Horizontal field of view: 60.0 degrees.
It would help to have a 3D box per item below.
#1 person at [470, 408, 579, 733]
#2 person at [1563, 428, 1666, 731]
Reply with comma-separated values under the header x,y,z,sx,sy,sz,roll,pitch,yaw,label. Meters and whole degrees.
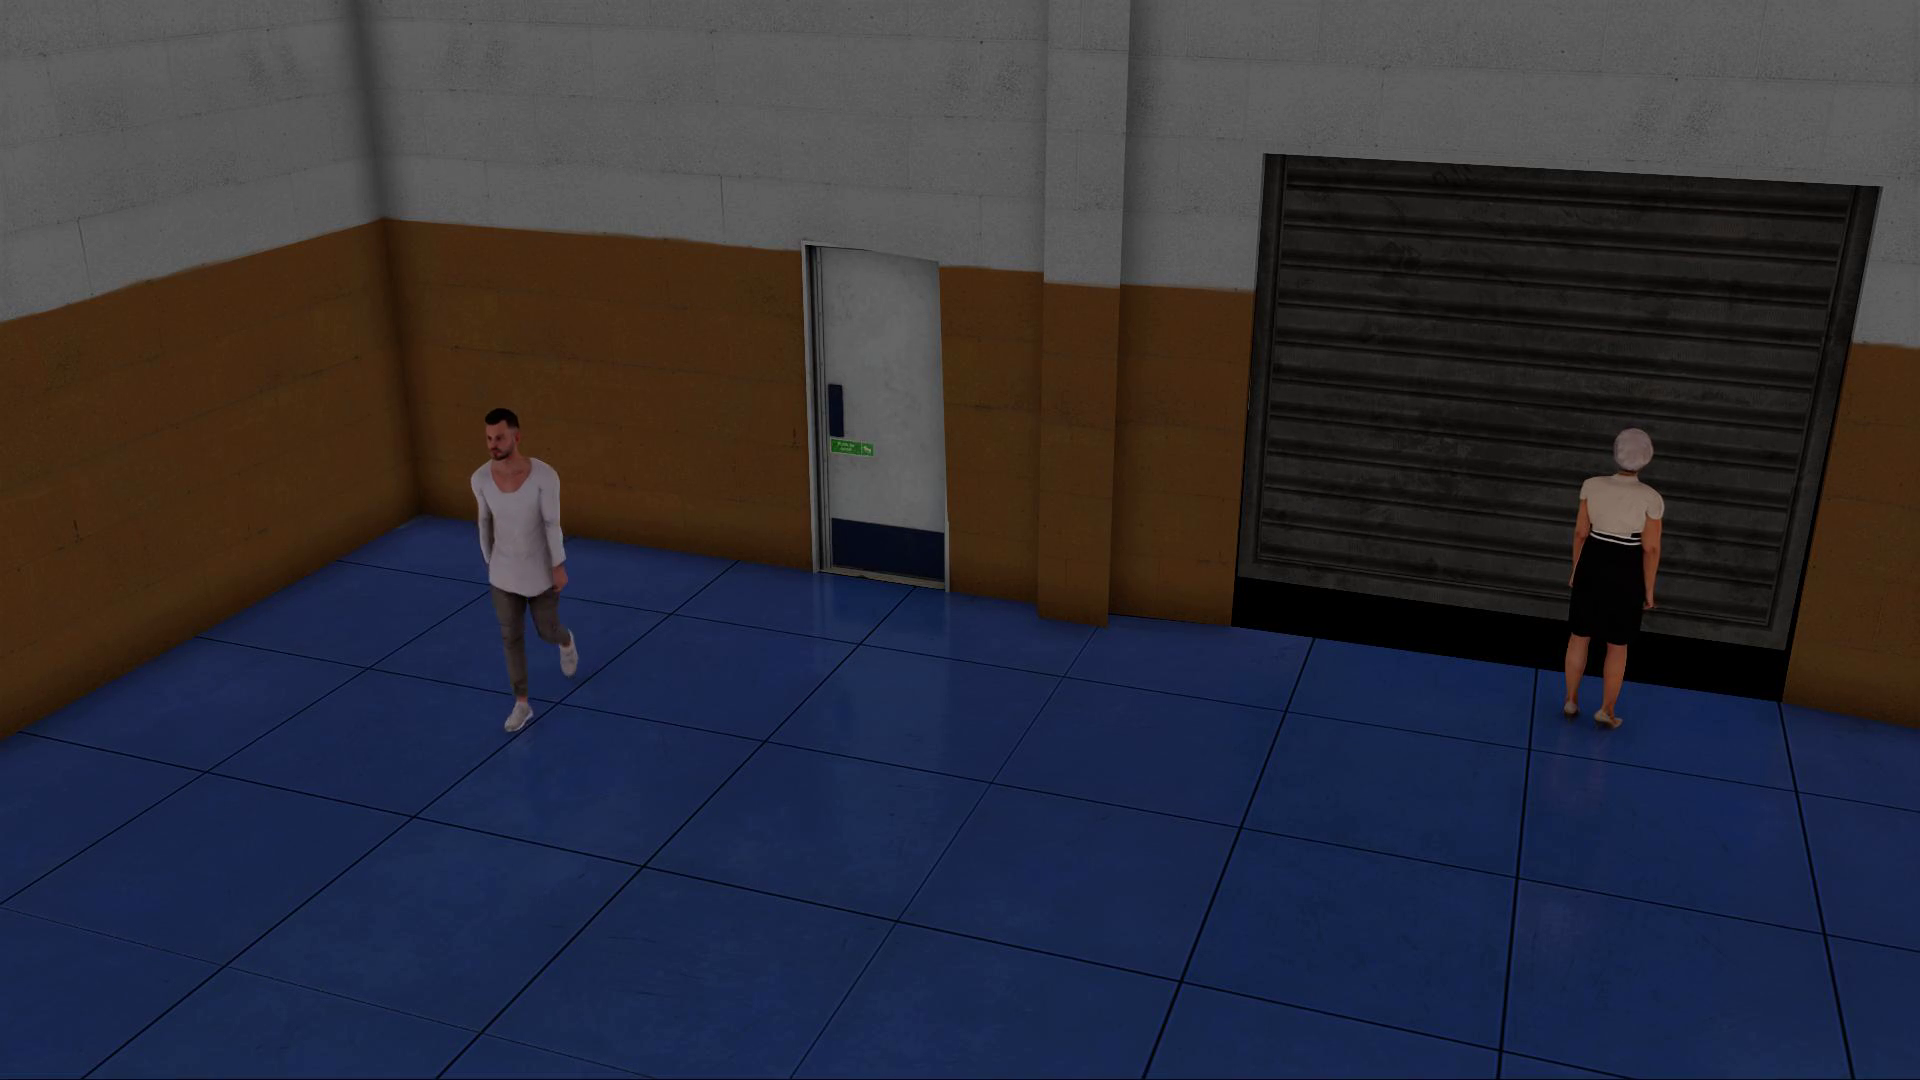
x,y,z,sx,sy,sz,roll,pitch,yaw,label
-2.399,0.127,9.270,1.042,1.815,0.914,2,22,5,person
3.553,0.228,9.099,0.588,1.756,0.750,17,28,37,person
